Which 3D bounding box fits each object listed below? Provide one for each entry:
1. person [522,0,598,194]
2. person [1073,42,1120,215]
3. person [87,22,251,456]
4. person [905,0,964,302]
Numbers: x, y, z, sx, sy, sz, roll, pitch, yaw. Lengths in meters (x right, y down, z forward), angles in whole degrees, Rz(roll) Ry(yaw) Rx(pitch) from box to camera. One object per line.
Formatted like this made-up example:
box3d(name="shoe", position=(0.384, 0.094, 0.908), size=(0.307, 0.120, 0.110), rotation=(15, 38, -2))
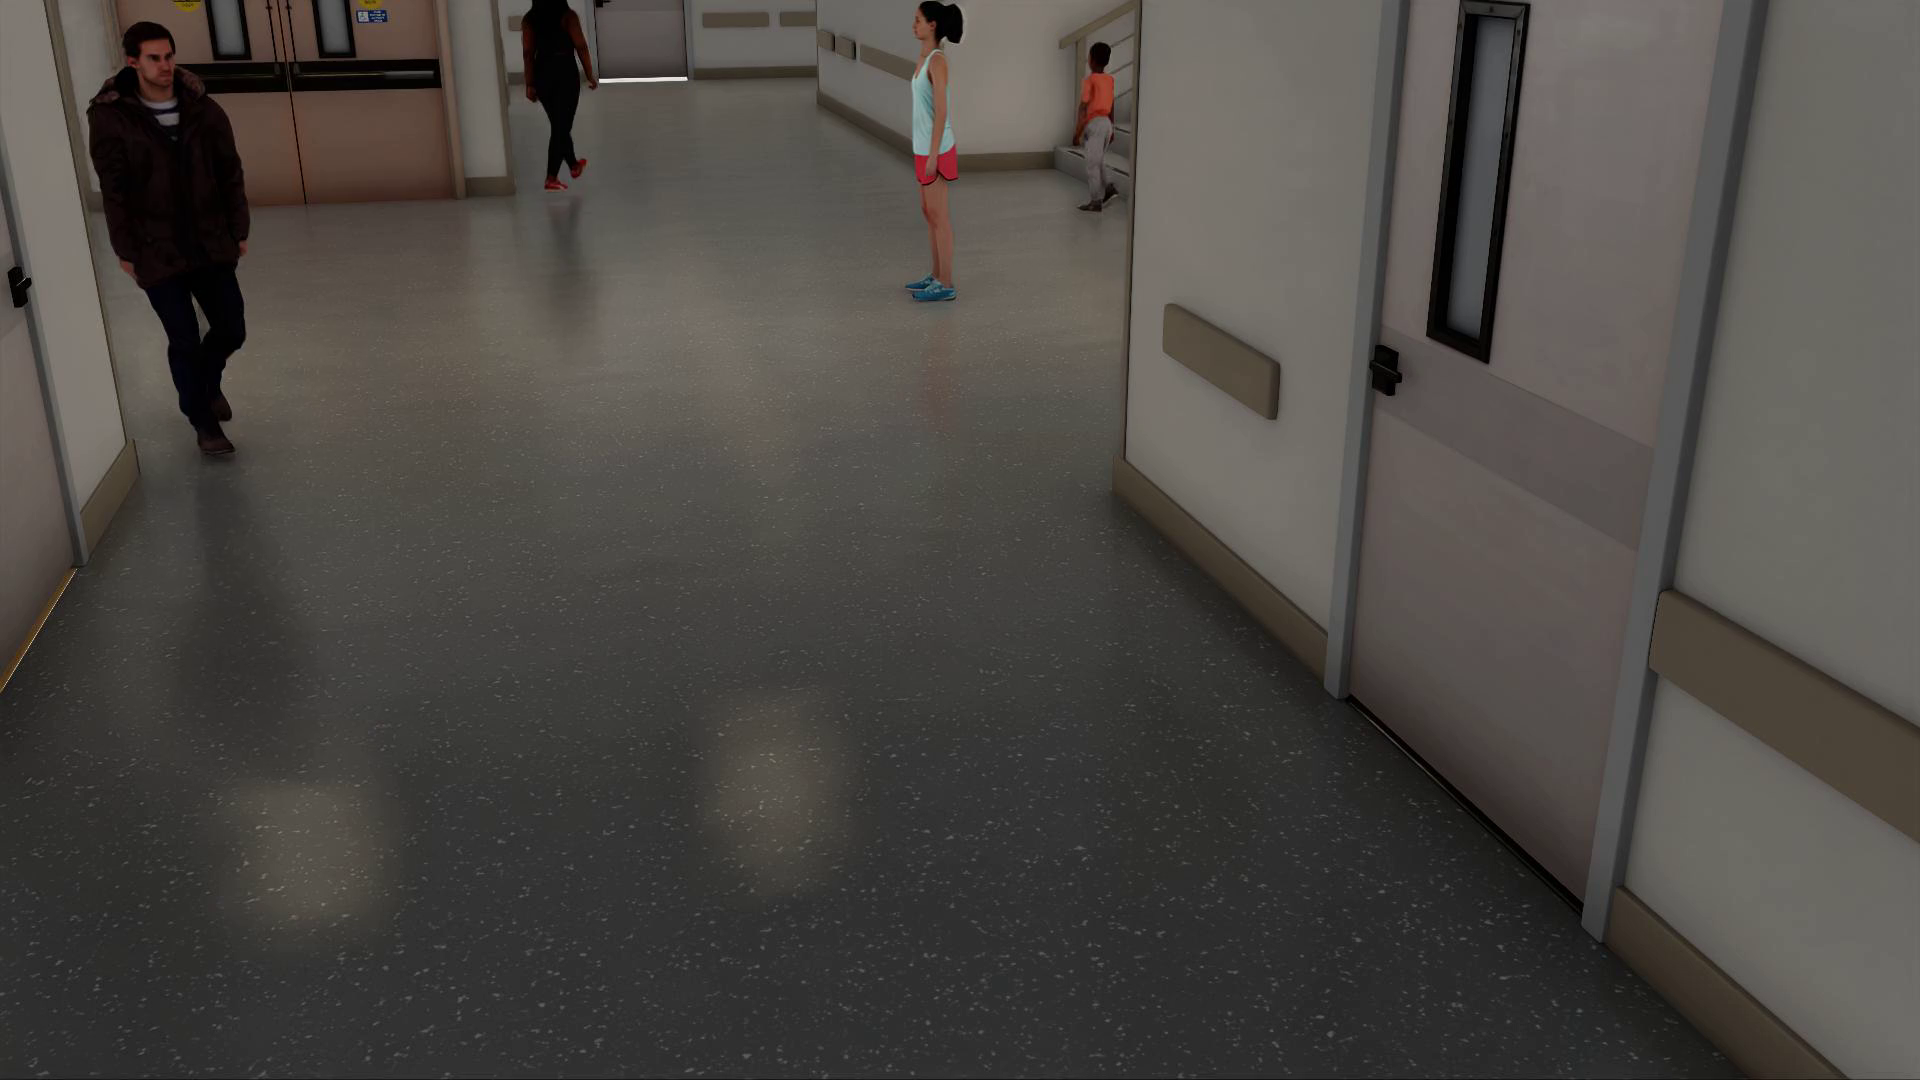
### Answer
box3d(name="person", position=(-3.368, -3.741, 13.774), size=(1.266, 1.756, 1.119), rotation=(5, 21, 13))
box3d(name="person", position=(1.124, -3.209, 13.013), size=(0.680, 1.300, 0.623), rotation=(17, 27, 38))
box3d(name="person", position=(-3.403, -1.279, 7.174), size=(0.931, 1.828, 0.997), rotation=(-18, 27, -39))
box3d(name="person", position=(-0.170, -2.344, 10.074), size=(0.580, 1.764, 0.614), rotation=(-3, 21, -8))
